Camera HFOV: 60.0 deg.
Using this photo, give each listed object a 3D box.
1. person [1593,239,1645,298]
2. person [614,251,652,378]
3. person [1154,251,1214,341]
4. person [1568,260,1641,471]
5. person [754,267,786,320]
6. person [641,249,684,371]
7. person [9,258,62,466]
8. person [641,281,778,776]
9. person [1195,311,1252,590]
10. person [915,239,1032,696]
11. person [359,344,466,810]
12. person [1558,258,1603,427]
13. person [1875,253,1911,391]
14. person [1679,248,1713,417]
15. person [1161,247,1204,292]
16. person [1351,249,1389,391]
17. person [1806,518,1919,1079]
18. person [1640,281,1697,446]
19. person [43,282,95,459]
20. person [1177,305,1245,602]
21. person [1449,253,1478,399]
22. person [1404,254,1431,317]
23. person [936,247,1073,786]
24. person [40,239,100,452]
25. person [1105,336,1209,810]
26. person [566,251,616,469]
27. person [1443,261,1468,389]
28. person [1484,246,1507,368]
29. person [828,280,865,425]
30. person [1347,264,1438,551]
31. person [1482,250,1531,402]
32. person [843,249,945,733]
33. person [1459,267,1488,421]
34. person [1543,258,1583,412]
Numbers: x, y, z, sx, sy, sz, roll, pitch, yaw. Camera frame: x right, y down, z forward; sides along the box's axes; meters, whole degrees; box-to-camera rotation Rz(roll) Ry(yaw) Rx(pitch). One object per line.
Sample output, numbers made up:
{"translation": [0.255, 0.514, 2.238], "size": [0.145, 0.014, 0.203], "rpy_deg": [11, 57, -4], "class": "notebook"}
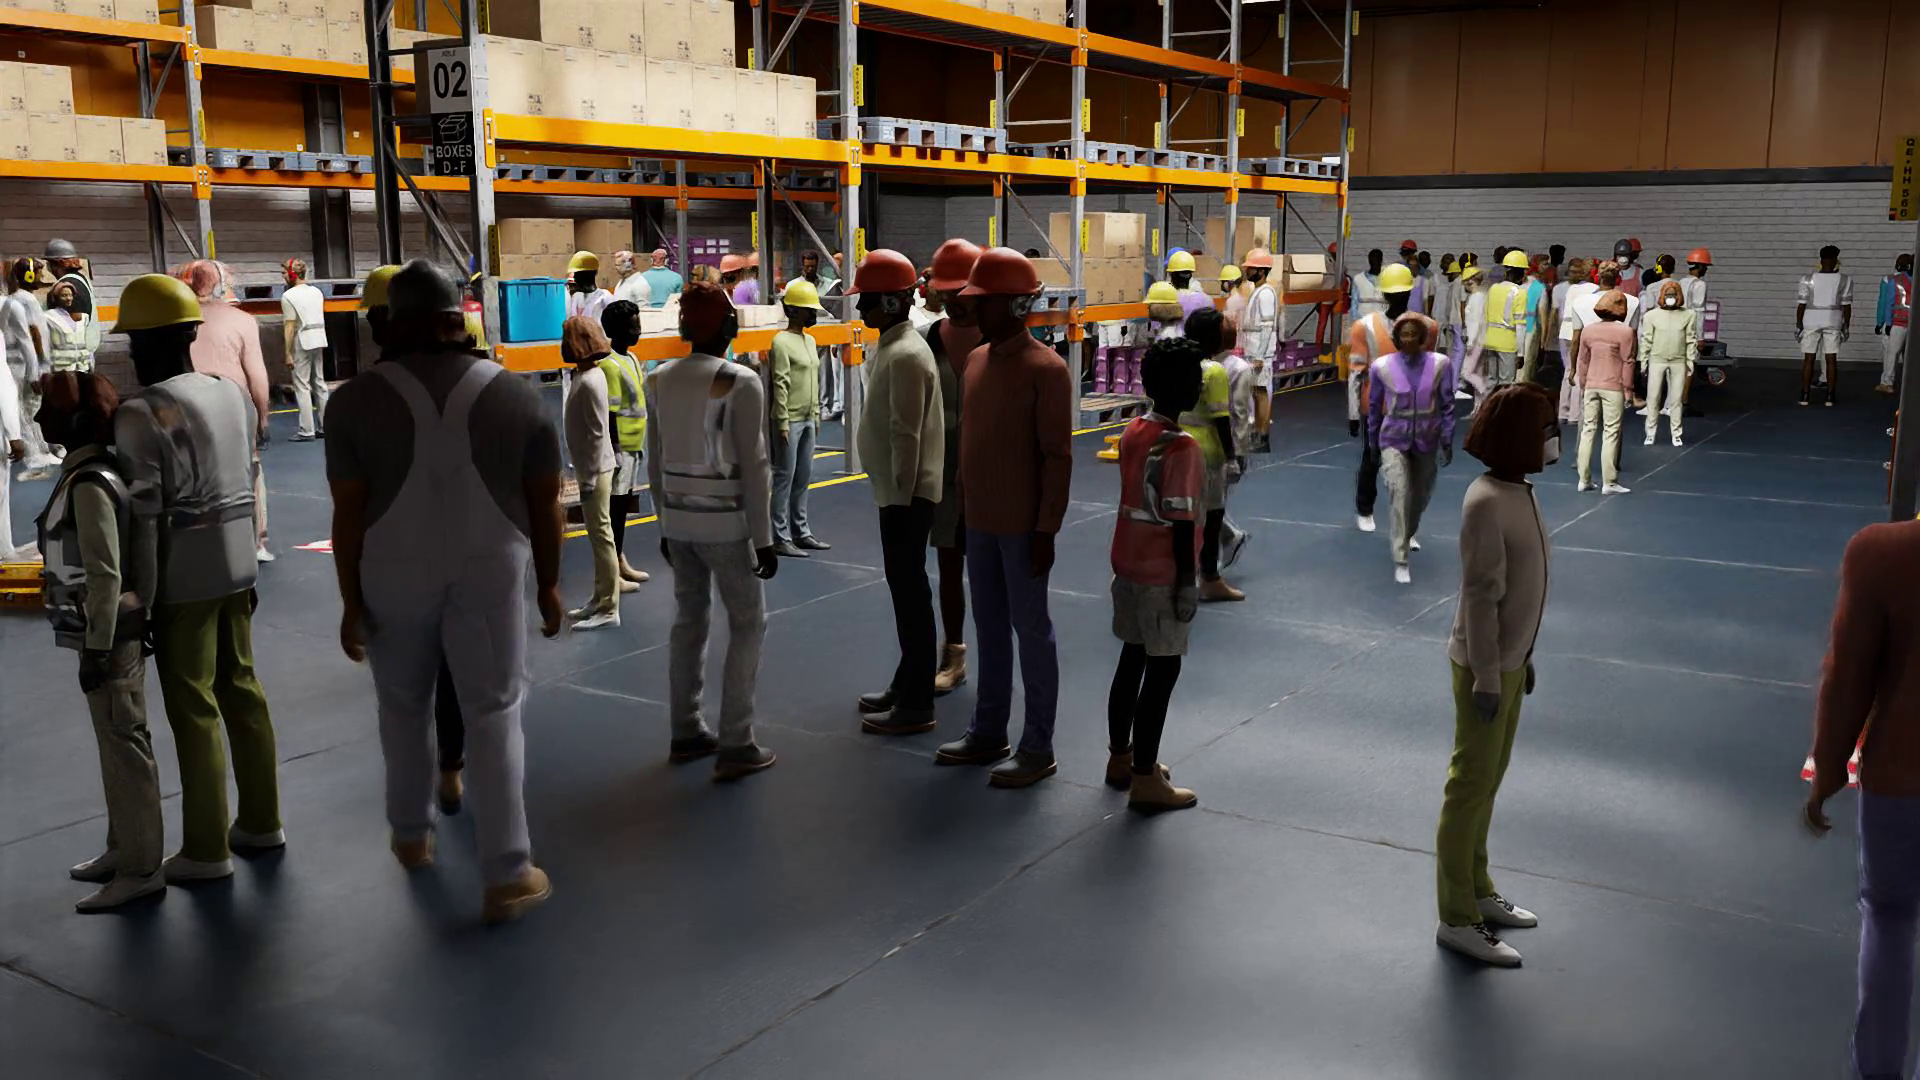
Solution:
{"translation": [8.423, -2.818, 21.244], "size": [0.682, 2.000, 0.537], "rpy_deg": [2, 10, 12], "class": "person"}
{"translation": [-3.710, -2.285, 18.686], "size": [0.402, 1.901, 0.639], "rpy_deg": [-7, 12, -34], "class": "person"}
{"translation": [1.841, -1.438, 13.911], "size": [0.587, 1.927, 0.364], "rpy_deg": [-6, 12, -31], "class": "person"}
{"translation": [5.609, -1.507, 14.519], "size": [0.565, 1.846, 0.390], "rpy_deg": [2, 11, 13], "class": "person"}
{"translation": [-2.223, -2.464, 20.173], "size": [0.550, 1.707, 0.814], "rpy_deg": [-6, 12, -28], "class": "person"}
{"translation": [-3.885, -2.829, 21.676], "size": [0.653, 1.906, 0.408], "rpy_deg": [-1, 10, -3], "class": "person"}
{"translation": [-8.306, -1.589, 14.930], "size": [0.521, 1.865, 0.327], "rpy_deg": [9, 13, 40], "class": "person"}
{"translation": [-0.950, -0.042, 6.333], "size": [0.592, 1.872, 0.358], "rpy_deg": [7, 13, 35], "class": "person"}
{"translation": [1.504, -0.529, 9.726], "size": [0.547, 1.619, 0.538], "rpy_deg": [-8, 13, -36], "class": "person"}
{"translation": [0.023, -0.295, 7.314], "size": [0.617, 2.028, 0.410], "rpy_deg": [4, 11, 20], "class": "person"}
{"translation": [-1.990, 0.100, 6.109], "size": [0.559, 1.661, 0.824], "rpy_deg": [-4, 11, -23], "class": "person"}
{"translation": [6.767, -2.147, 18.132], "size": [0.418, 1.828, 0.561], "rpy_deg": [-2, 10, -9], "class": "person"}
{"translation": [12.569, -2.900, 22.255], "size": [0.625, 1.843, 0.430], "rpy_deg": [1, 10, 6], "class": "person"}
{"translation": [8.389, -2.368, 19.075], "size": [0.387, 1.929, 0.544], "rpy_deg": [-1, 10, -6], "class": "person"}
{"translation": [2.361, -2.185, 17.998], "size": [0.399, 1.943, 0.615], "rpy_deg": [-7, 13, -35], "class": "person"}
{"translation": [5.493, -2.908, 22.122], "size": [0.591, 1.902, 0.559], "rpy_deg": [2, 10, 9], "class": "person"}
{"translation": [2.149, 0.514, 3.565], "size": [0.555, 1.745, 0.551], "rpy_deg": [8, 13, 37], "class": "person"}
{"translation": [6.971, -1.732, 16.391], "size": [0.504, 1.623, 0.286], "rpy_deg": [3, 11, 17], "class": "person"}
{"translation": [-8.295, -1.577, 15.481], "size": [0.310, 1.638, 0.522], "rpy_deg": [5, 11, 25], "class": "person"}
{"translation": [1.308, -0.461, 9.216], "size": [0.585, 1.669, 0.552], "rpy_deg": [-1, 10, -6], "class": "person"}
{"translation": [6.430, -2.736, 21.300], "size": [0.325, 1.861, 0.513], "rpy_deg": [1, 10, 7], "class": "person"}
{"translation": [6.183, -3.001, 22.845], "size": [0.506, 1.825, 0.485], "rpy_deg": [2, 10, 10], "class": "person"}
{"translation": [0.170, -0.088, 6.243], "size": [0.381, 1.994, 0.615], "rpy_deg": [-7, 13, -35], "class": "person"}
{"translation": [-8.431, -1.819, 15.712], "size": [0.535, 2.000, 0.686], "rpy_deg": [-3, 11, -16], "class": "person"}
{"translation": [0.716, 0.119, 5.961], "size": [0.320, 1.688, 0.534], "rpy_deg": [-3, 11, -16], "class": "person"}
{"translation": [-3.223, -1.552, 14.544], "size": [0.593, 1.924, 0.384], "rpy_deg": [8, 13, 39], "class": "person"}
{"translation": [6.754, -2.924, 22.688], "size": [0.340, 1.734, 0.496], "rpy_deg": [-2, 10, -13], "class": "person"}
{"translation": [8.582, -3.690, 26.388], "size": [0.627, 1.933, 0.367], "rpy_deg": [-8, 13, -38], "class": "person"}
{"translation": [-1.153, -2.187, 18.127], "size": [0.602, 1.907, 0.399], "rpy_deg": [-6, 12, -29], "class": "person"}
{"translation": [2.897, -0.920, 11.217], "size": [0.590, 1.878, 1.013], "rpy_deg": [0, 10, 1], "class": "person"}
{"translation": [5.541, -1.959, 16.839], "size": [0.399, 1.919, 0.582], "rpy_deg": [-4, 11, -19], "class": "person"}
{"translation": [-0.269, -0.202, 6.909], "size": [0.408, 1.986, 0.617], "rpy_deg": [-1, 10, -6], "class": "person"}
{"translation": [5.777, -2.187, 18.620], "size": [0.469, 1.717, 0.574], "rpy_deg": [4, 11, 22], "class": "person"}
{"translation": [7.105, -2.380, 19.449], "size": [0.703, 1.803, 0.551], "rpy_deg": [-9, 14, -41], "class": "person"}
